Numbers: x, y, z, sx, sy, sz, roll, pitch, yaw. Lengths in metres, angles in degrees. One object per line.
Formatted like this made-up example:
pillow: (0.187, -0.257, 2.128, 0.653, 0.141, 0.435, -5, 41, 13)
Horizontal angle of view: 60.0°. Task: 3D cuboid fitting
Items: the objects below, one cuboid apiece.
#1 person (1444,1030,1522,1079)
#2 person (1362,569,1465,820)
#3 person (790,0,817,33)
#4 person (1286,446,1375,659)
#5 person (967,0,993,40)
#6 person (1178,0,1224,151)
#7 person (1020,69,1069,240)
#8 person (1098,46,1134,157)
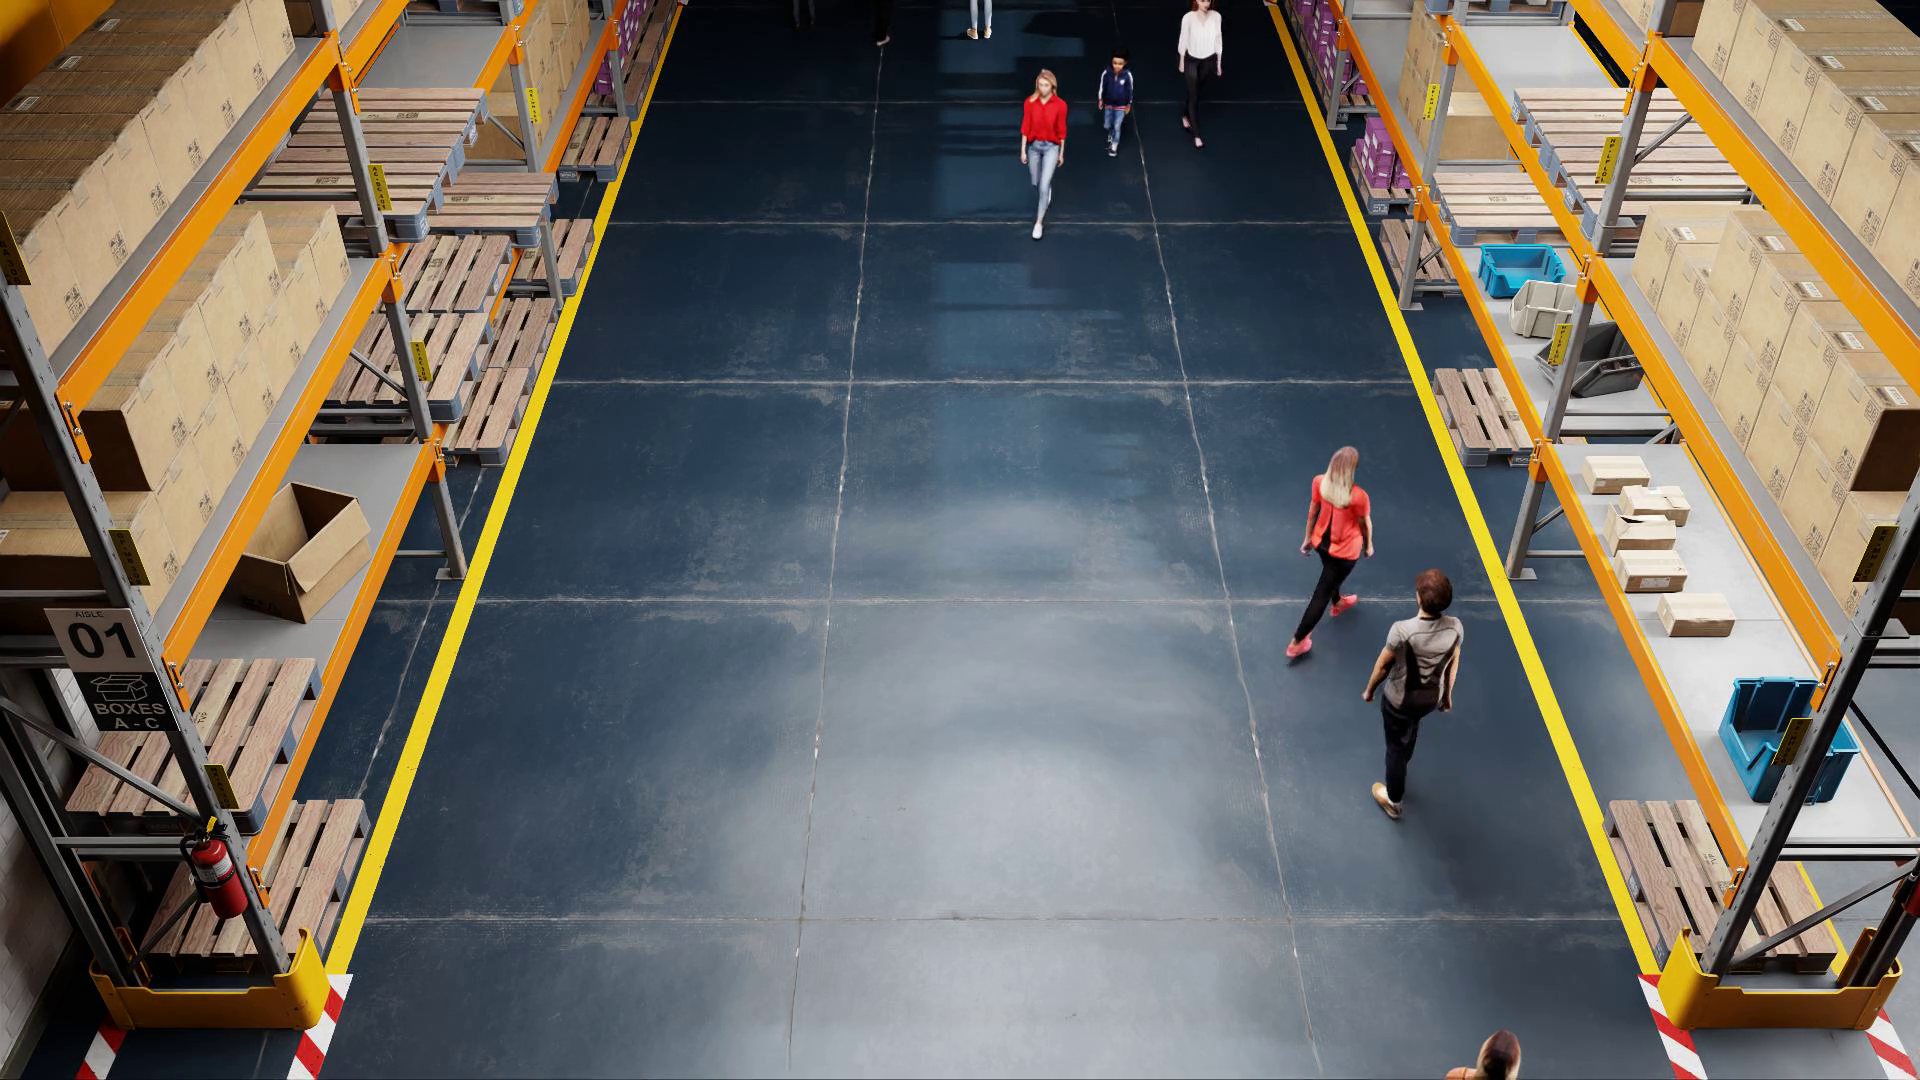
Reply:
person: (2.489, 2.961, 8.112, 0.639, 1.623, 0.641, 15, 41, 18)
person: (2.851, 1.021, 10.339, 0.739, 1.876, 0.846, -5, 39, -7)
person: (-2.022, -7.274, 20.803, 0.703, 1.780, 0.628, -12, 40, -15)
person: (2.571, 0.116, 11.653, 1.110, 1.650, 1.102, -30, 47, -32)
person: (0.247, -7.113, 20.587, 0.629, 1.796, 0.576, -7, 39, -9)
person: (2.600, -5.235, 18.303, 0.769, 1.711, 1.169, -8, 39, -10)
person: (0.850, -3.928, 16.689, 0.780, 1.684, 1.081, 8, 39, 10)
person: (1.712, -4.824, 18.184, 0.594, 1.219, 0.620, 11, 40, 14)
